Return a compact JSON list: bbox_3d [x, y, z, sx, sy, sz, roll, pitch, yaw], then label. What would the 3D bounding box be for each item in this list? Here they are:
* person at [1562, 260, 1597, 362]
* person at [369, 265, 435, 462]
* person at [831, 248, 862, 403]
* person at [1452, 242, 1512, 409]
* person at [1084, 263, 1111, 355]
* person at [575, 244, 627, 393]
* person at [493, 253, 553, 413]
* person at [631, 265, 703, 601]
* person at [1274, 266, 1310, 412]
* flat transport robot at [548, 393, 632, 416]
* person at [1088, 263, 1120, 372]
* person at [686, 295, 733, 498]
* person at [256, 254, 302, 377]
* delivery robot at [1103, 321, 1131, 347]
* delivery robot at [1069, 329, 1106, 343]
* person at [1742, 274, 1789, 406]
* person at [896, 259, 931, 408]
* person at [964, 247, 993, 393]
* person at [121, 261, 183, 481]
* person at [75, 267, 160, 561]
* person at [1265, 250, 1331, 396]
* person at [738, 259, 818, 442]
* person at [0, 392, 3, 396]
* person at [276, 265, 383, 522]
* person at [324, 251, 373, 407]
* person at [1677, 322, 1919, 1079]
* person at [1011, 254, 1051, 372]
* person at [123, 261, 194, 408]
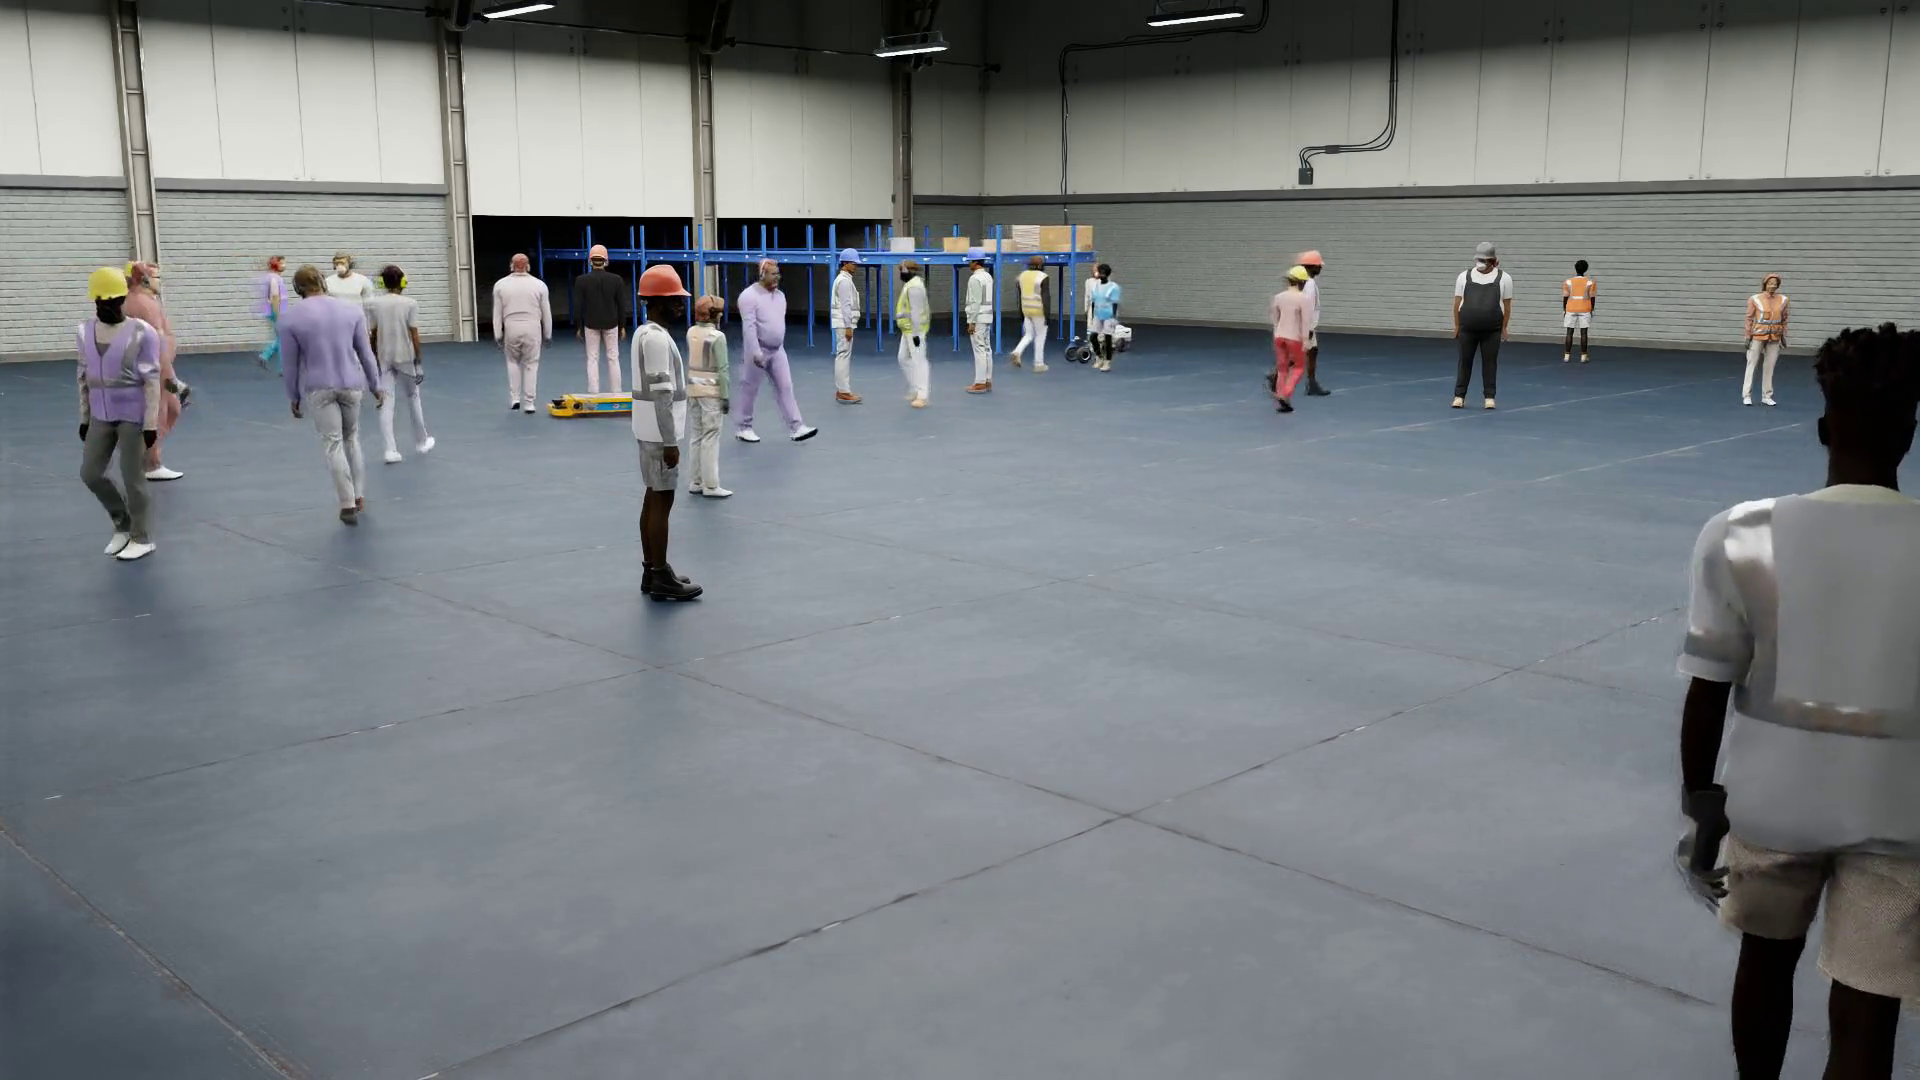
[{"bbox_3d":[10.355,-3.829,27.837,0.541,1.700,0.316,5,11,24],"label":"person"},{"bbox_3d":[-5.317,-1.686,15.804,0.547,1.823,0.934,0,10,2],"label":"person"},{"bbox_3d":[-1.445,-2.735,21.208,0.402,1.943,0.605,-1,10,-6],"label":"person"},{"bbox_3d":[6.394,-2.618,20.419,0.672,2.000,0.536,4,11,20],"label":"person"},{"bbox_3d":[2.466,-4.121,29.670,0.536,1.621,0.414,3,11,18],"label":"person"},{"bbox_3d":[-4.462,-2.664,20.680,0.622,1.992,0.396,-3,11,-15],"label":"person"},{"bbox_3d":[-5.227,-2.481,19.956,0.679,1.888,0.565,-1,10,-7],"label":"person"},{"bbox_3d":[-1.735,-0.632,9.750,0.360,1.939,0.543,-4,11,-20],"label":"person"},{"bbox_3d":[3.976,-2.400,19.910,0.412,1.747,0.562,-9,14,-41],"label":"person"},{"bbox_3d":[-4.170,-1.636,19.896,1.431,0.197,0.652,-3,11,-18],"label":"flat transport robot"},{"bbox_3d":[2.246,-3.462,25.881,0.541,1.681,0.375,8,13,36],"label":"person"},{"bbox_3d":[-2.042,-1.159,13.464,0.315,1.635,0.514,-9,14,-40],"label":"person"},{"bbox_3d":[-10.246,-3.359,24.920,0.548,1.830,0.570,-3,11,-15],"label":"person"},{"bbox_3d":[2.879,-3.788,30.587,0.477,0.478,0.707,6,12,29],"label":"delivery robot"},{"bbox_3d":[2.185,-3.432,27.946,0.698,0.223,0.335,-5,12,-26],"label":"delivery robot"},{"bbox_3d":[10.040,-2.494,20.732,0.523,1.636,0.311,0,10,2],"label":"person"},{"bbox_3d":[-0.584,-2.587,20.750,0.433,1.816,0.714,-1,10,-5],"label":"person"},{"bbox_3d":[0.249,-2.973,22.494,0.404,1.945,0.616,4,11,19],"label":"person"},{"bbox_3d":[-6.953,-1.457,14.376,0.443,1.889,0.656,-7,13,-34],"label":"person"},{"bbox_3d":[-5.480,-0.811,10.814,0.610,1.902,0.423,2,11,11],"label":"person"},{"bbox_3d":[4.508,-2.876,22.056,0.814,1.920,0.544,1,10,5],"label":"person"},{"bbox_3d":[-1.926,-1.908,16.938,0.990,1.857,0.646,9,14,42],"label":"person"},{"bbox_3d":[-12.830,-2.713,21.664,0.685,1.716,0.513,-5,12,-27],"label":"person"},{"bbox_3d":[-4.730,-1.099,12.456,0.699,1.884,0.791,-8,13,-36],"label":"person"},{"bbox_3d":[-7.482,-2.539,20.219,0.647,1.906,0.819,0,10,-2],"label":"person"},{"bbox_3d":[1.834,0.528,3.438,0.628,1.936,0.829,7,12,32],"label":"person"},{"bbox_3d":[1.142,-3.515,25.800,0.601,1.819,0.638,-10,14,-43],"label":"person"},{"bbox_3d":[-9.624,-2.408,19.806,0.760,1.806,0.597,-4,11,-22],"label":"person"}]
